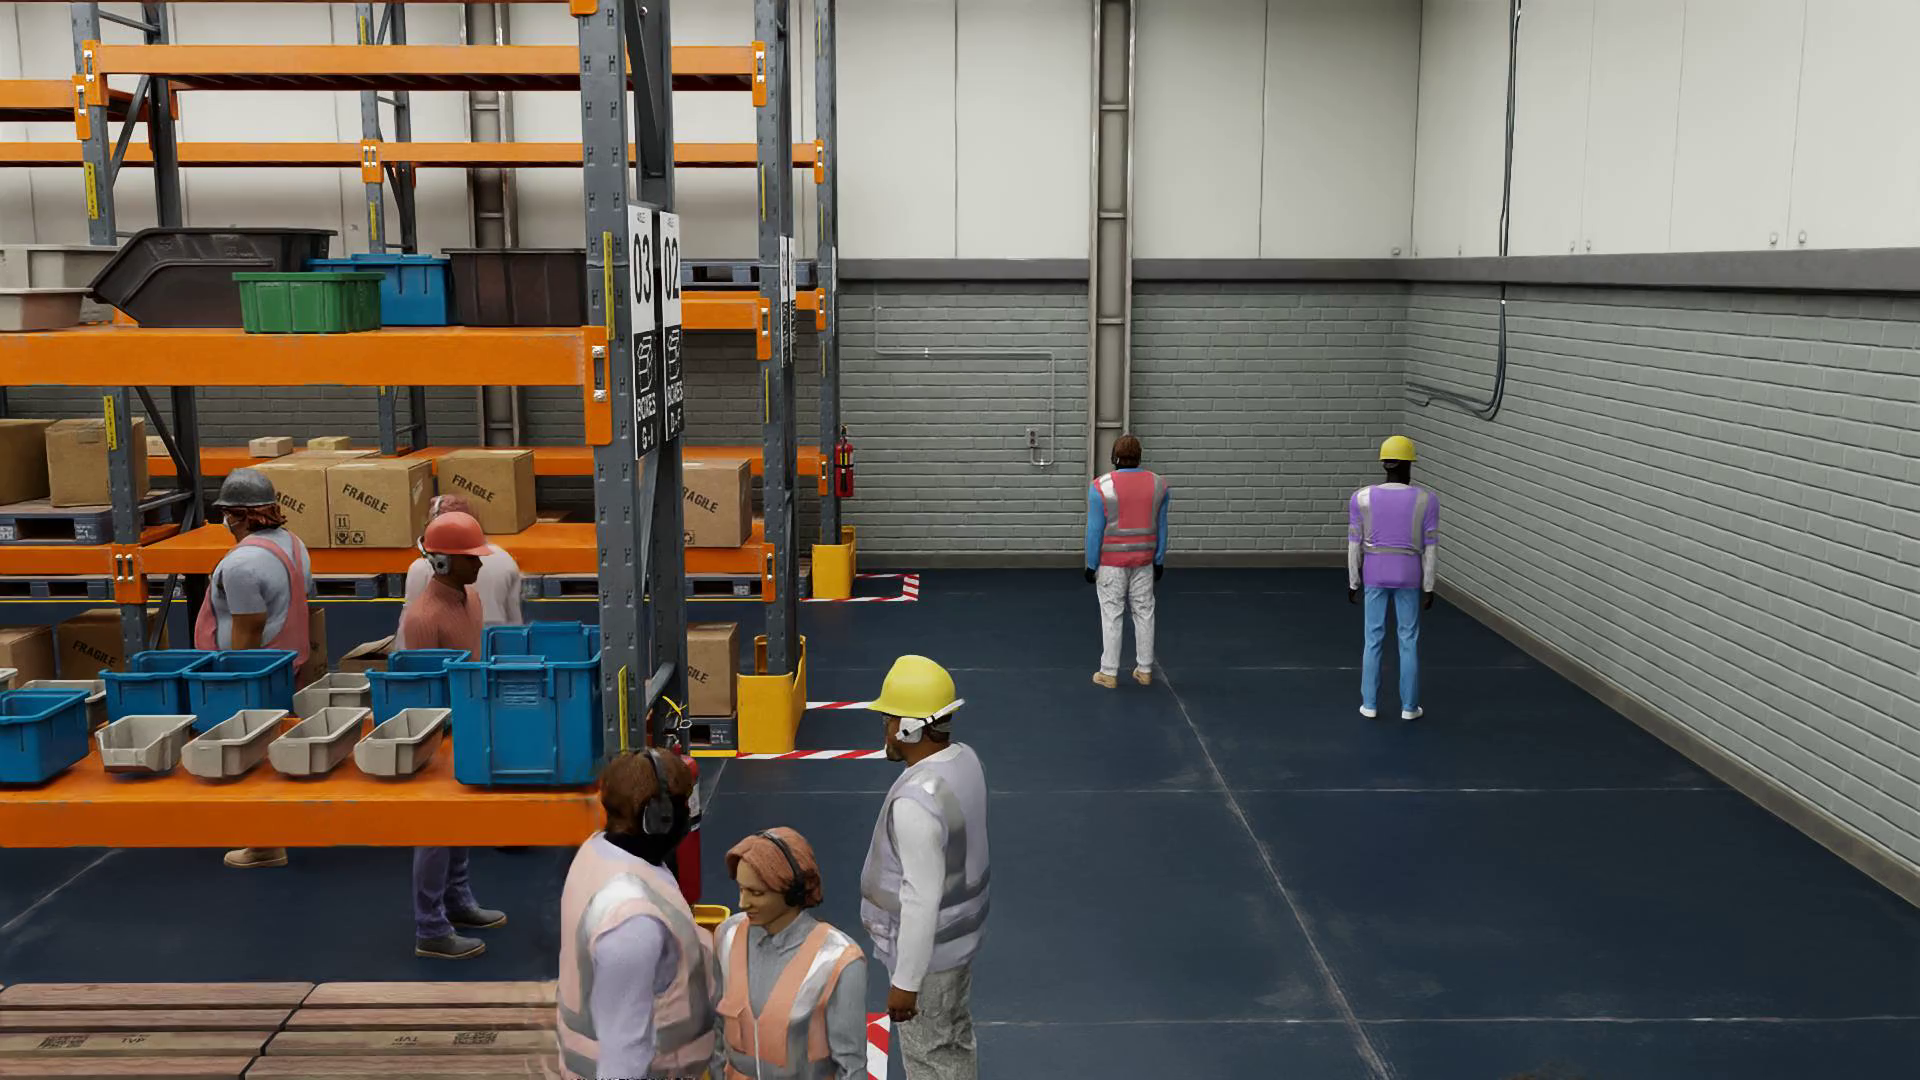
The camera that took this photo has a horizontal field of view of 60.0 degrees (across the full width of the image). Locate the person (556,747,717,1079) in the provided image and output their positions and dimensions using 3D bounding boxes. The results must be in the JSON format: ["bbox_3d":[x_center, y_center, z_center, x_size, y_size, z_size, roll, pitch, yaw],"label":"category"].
[{"bbox_3d":[-0.900,1.436,4.422,0.919,1.804,0.621,-4,10,-22],"label":"person"}]

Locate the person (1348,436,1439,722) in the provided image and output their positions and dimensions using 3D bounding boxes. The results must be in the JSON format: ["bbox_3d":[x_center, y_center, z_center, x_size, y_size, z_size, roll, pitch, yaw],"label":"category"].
[{"bbox_3d":[2.899,0.261,11.179,0.589,1.924,0.383,3,10,18],"label":"person"}]

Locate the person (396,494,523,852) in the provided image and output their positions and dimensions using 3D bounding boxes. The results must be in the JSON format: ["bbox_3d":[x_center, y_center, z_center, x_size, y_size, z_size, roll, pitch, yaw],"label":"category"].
[{"bbox_3d":[-2.586,0.685,8.816,0.981,1.856,0.646,7,11,36],"label":"person"}]

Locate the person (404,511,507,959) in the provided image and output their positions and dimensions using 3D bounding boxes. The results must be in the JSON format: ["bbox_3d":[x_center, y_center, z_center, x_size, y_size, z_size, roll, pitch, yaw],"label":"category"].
[{"bbox_3d":[-2.232,0.854,7.386,0.410,1.985,0.607,1,9,3],"label":"person"}]

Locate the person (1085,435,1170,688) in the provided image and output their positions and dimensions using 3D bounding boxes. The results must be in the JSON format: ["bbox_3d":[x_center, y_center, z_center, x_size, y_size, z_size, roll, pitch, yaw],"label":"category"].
[{"bbox_3d":[1.196,0.154,12.092,0.636,1.841,0.429,-3,10,-18],"label":"person"}]

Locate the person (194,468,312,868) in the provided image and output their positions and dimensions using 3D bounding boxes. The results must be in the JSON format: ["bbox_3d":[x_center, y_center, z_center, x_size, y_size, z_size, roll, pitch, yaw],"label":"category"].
[{"bbox_3d":[-3.616,0.639,8.505,0.539,2.000,0.689,0,9,2],"label":"person"}]

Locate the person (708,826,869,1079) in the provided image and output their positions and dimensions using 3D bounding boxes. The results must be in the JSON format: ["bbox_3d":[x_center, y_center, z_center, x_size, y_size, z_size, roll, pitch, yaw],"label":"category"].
[{"bbox_3d":[-0.439,1.527,4.317,0.524,1.631,0.315,6,11,34],"label":"person"}]

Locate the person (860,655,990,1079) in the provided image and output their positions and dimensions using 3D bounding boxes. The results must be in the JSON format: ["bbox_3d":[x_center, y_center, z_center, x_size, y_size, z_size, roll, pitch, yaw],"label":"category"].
[{"bbox_3d":[-0.114,1.266,5.300,0.403,1.830,0.600,3,10,15],"label":"person"}]
